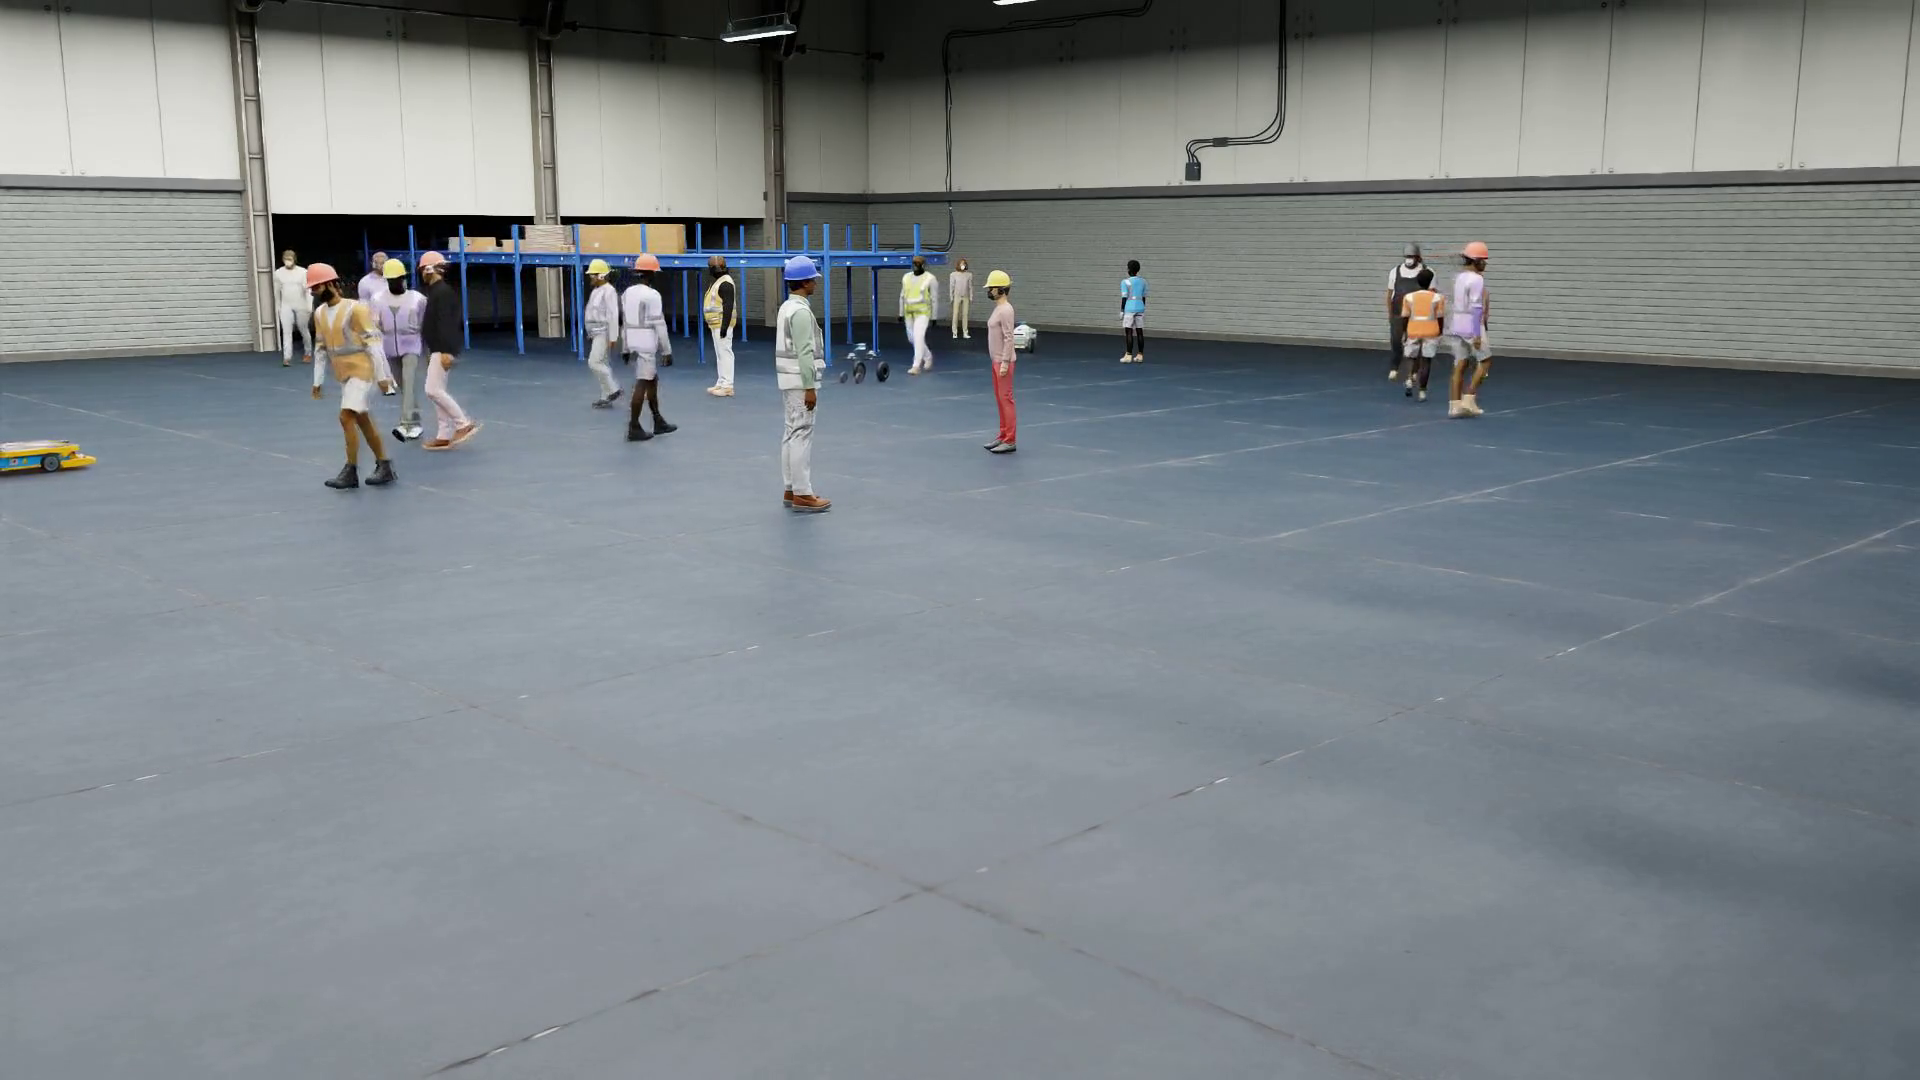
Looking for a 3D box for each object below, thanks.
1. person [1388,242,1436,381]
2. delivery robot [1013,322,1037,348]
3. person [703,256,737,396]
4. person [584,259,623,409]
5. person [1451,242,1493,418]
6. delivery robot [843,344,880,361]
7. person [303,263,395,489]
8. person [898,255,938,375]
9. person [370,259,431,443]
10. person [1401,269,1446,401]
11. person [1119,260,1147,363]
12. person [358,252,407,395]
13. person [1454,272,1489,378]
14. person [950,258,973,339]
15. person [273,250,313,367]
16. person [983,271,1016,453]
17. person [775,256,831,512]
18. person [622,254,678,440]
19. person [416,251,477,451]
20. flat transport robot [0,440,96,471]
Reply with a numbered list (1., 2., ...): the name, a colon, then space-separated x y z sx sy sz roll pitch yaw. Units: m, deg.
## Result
1. person: 6.544 -3.314 24.214 0.687 2.000 0.674 4 11 22
2. delivery robot: 1.158 -3.734 30.307 0.477 0.478 0.707 3 11 17
3. person: -3.186 -2.842 22.089 0.429 1.838 0.621 -4 11 -19
4. person: -4.403 -2.519 20.371 0.428 1.817 0.599 -4 11 -22
5. person: 5.967 -2.422 19.259 0.524 2.029 0.635 -1 10 -7
6. delivery robot: -1.425 -2.741 24.179 0.335 0.223 0.698 6 12 30
7. person: -5.151 -1.371 13.954 0.565 1.871 0.815 7 12 32
8. person: -0.612 -3.489 25.676 0.628 1.814 0.804 7 13 34
9. person: -5.734 -1.935 17.050 0.582 1.860 1.055 1 10 4
10. person: 5.949 -2.632 21.360 0.538 1.685 0.365 5 11 25
11. person: 2.884 -3.808 27.735 0.532 1.696 0.319 -7 12 -34
12. person: -7.693 -2.906 22.272 0.659 1.893 0.624 -7 13 -35
13. person: 7.702 -3.263 25.029 0.519 1.593 0.856 -1 10 -7
14. person: 0.031 -4.971 34.236 0.500 1.636 0.280 -3 11 -18
15. person: -10.924 -3.825 27.342 0.630 1.889 1.024 -1 10 -5
16. person: 0.384 -1.746 16.298 0.321 1.767 0.533 -2 11 -9
17. person: -1.232 -1.211 12.874 0.375 1.950 0.614 -3 11 -18
18. person: -3.187 -2.015 17.363 0.831 1.904 0.579 -10 15 -44
19. person: -5.125 -1.869 16.478 0.469 1.956 0.651 -4 11 -20
20. flat transport robot: -8.649 -0.729 14.946 0.652 0.197 1.431 8 13 38
